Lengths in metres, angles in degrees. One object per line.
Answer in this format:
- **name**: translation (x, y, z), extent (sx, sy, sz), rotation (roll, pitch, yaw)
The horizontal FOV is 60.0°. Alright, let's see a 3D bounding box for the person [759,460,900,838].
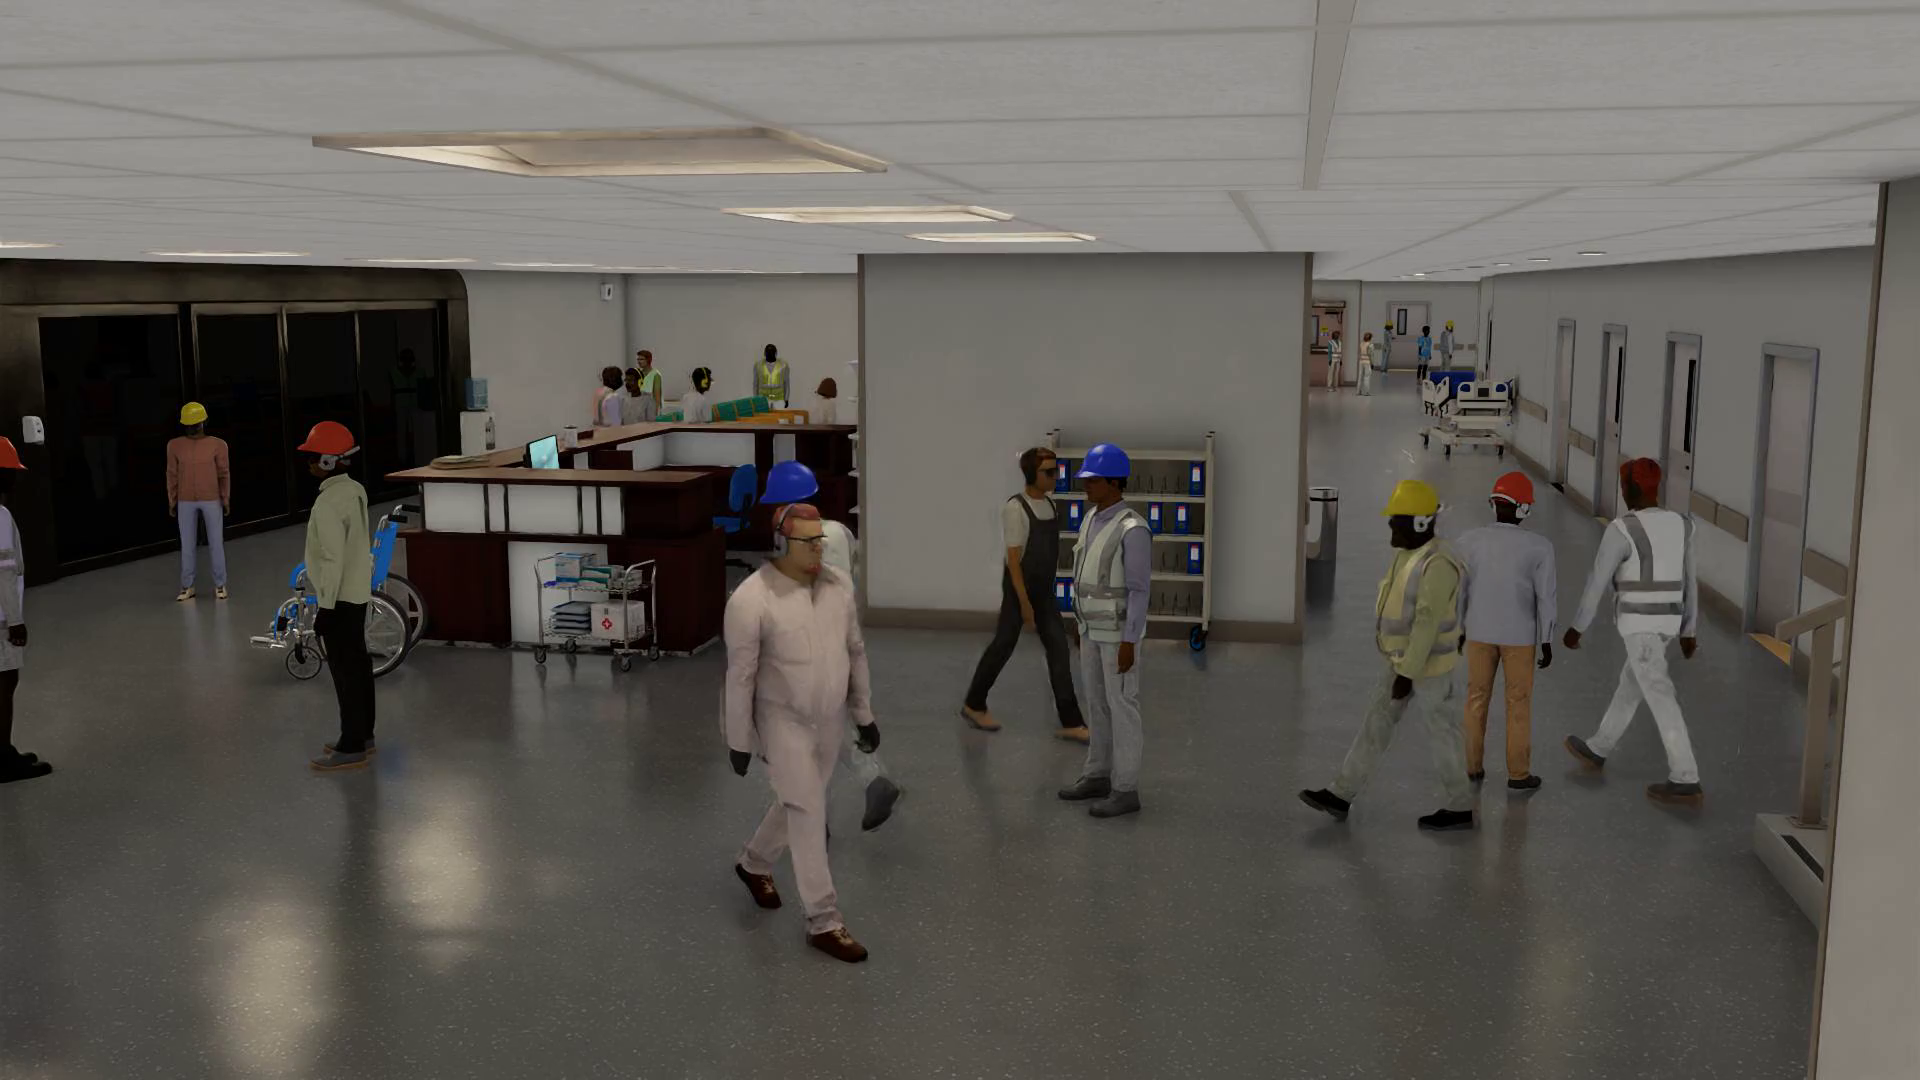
- **person**: translation (-0.655, 0.562, 8.144), extent (0.588, 1.921, 0.636), rotation (5, 10, 30)

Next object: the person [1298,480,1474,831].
- **person**: translation (2.207, 0.596, 8.368), extent (0.897, 1.788, 0.596), rotation (-1, 9, -8)

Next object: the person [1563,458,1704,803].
- **person**: translation (3.715, 0.472, 9.089), extent (0.598, 1.832, 1.015), rotation (-4, 10, -26)

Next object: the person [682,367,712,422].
- **person**: translation (-2.986, -1.063, 19.138), extent (0.397, 1.852, 0.563), rotation (-8, 12, -43)

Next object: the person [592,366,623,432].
- **person**: translation (-4.115, -1.164, 19.903), extent (0.521, 1.830, 0.653), rotation (-4, 9, -24)

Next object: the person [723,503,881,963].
- **person**: translation (-0.703, 0.756, 7.051), extent (0.944, 1.870, 0.643), rotation (7, 11, 40)

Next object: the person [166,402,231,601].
- **person**: translation (-6.716, -0.341, 14.684), extent (0.524, 1.760, 0.328), rotation (-2, 9, -15)

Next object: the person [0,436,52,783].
- **person**: translation (-5.368, 0.384, 9.311), extent (0.545, 1.929, 0.390), rotation (8, 11, 41)

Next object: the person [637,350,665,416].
- **person**: translation (-4.667, -1.936, 25.033), extent (0.391, 1.835, 0.560), rotation (-8, 12, -44)

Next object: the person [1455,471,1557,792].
- **person**: translation (2.992, 0.496, 9.140), extent (0.573, 1.749, 0.342), rotation (6, 11, 37)

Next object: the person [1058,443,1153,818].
- **person**: translation (0.772, 0.464, 8.705), extent (0.389, 1.949, 0.603), rotation (-4, 9, -23)

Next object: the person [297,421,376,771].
- **person**: translation (-3.561, 0.315, 9.536), extent (0.376, 1.997, 0.612), rotation (-1, 9, -6)

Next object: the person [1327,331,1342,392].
- **person**: translation (10.047, -4.791, 44.596), extent (0.515, 1.641, 0.309), rotation (-7, 11, -38)

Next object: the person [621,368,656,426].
- **person**: translation (-3.636, -1.000, 18.687), extent (0.524, 1.871, 0.325), rotation (5, 10, 29)

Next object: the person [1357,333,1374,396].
- **person**: translation (10.487, -4.536, 42.950), extent (0.318, 1.630, 0.514), rotation (-5, 10, -30)

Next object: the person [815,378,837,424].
- **person**: translation (-1.721, -1.255, 21.211), extent (0.410, 1.623, 0.504), rotation (-5, 10, -32)

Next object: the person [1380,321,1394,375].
- **person**: translation (13.737, -6.160, 53.380), extent (0.340, 1.735, 0.483), rotation (6, 10, 33)

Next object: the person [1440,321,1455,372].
- **person**: translation (14.227, -5.478, 48.524), extent (0.404, 1.830, 0.600), rotation (-1, 9, -9)

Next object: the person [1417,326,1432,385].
- **person**: translation (13.376, -5.313, 47.868), extent (0.535, 1.697, 0.322), rotation (-6, 10, -34)

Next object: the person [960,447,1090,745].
- **person**: translation (0.401, 0.325, 10.136), extent (0.972, 1.807, 0.504), rotation (7, 11, 41)

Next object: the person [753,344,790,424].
- **person**: translation (-3.175, -2.381, 27.995), extent (0.620, 1.835, 0.431), rotation (-1, 9, -5)
